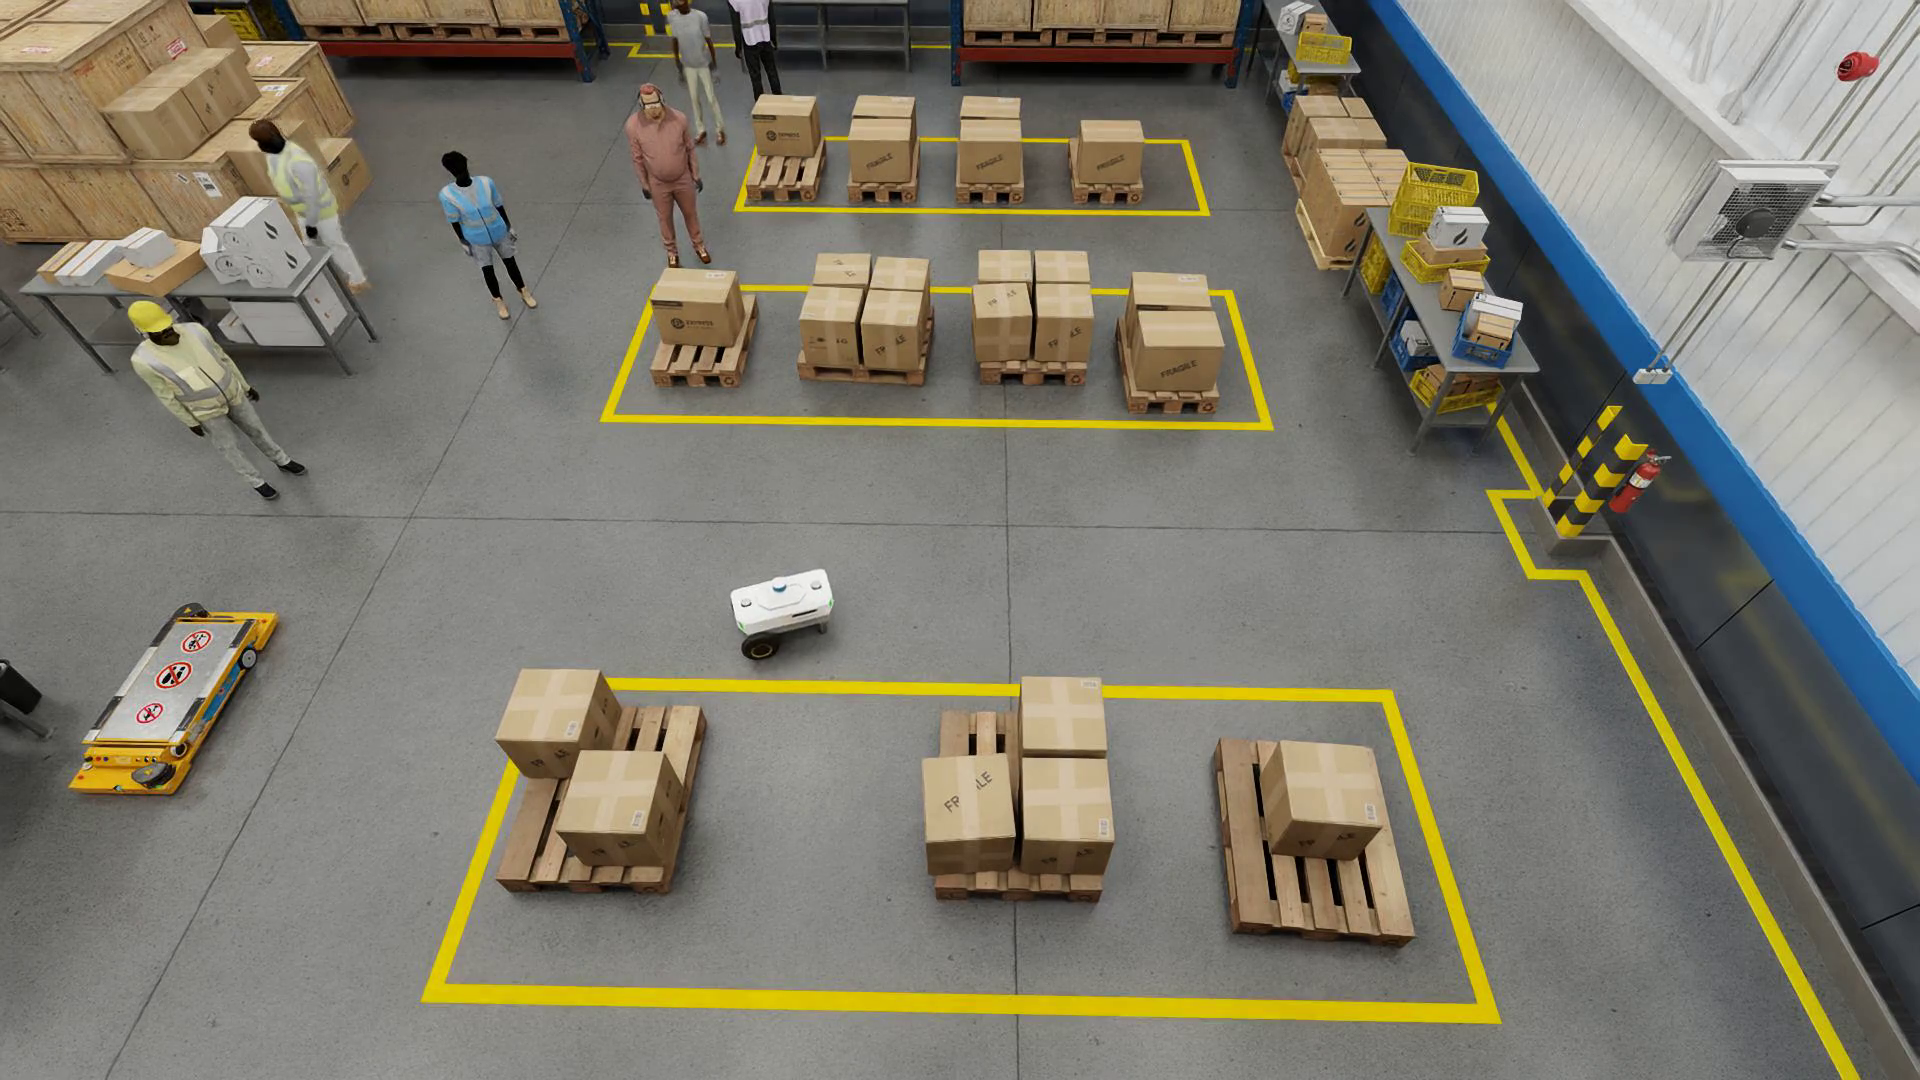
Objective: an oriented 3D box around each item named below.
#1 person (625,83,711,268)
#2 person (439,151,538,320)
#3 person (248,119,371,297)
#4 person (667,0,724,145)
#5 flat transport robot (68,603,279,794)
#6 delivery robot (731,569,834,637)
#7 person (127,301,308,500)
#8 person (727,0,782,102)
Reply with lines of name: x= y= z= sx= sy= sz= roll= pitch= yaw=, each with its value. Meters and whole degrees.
person: x=-2.976 y=-3.702 z=9.417 sx=0.636 sy=1.909 sz=0.406 roll=-18 pitch=52 yaw=-15
person: x=-4.606 y=-2.962 z=8.926 sx=0.541 sy=1.696 sz=0.316 roll=-32 pitch=57 yaw=-24
person: x=-6.444 y=-3.246 z=9.085 sx=0.647 sy=1.821 sz=0.525 roll=27 pitch=55 yaw=21
person: x=-3.224 y=-5.792 z=11.211 sx=0.533 sy=1.868 sz=0.310 roll=3 pitch=50 yaw=3
flat transport robot: x=-5.504 y=1.072 z=6.442 sx=0.652 sy=0.197 sz=1.431 roll=1 pitch=50 yaw=1
delivery robot: x=-1.291 y=0.456 z=6.719 sx=0.707 sy=0.478 sz=0.477 roll=-14 pitch=51 yaw=-11
person: x=-5.903 y=-1.107 z=7.269 sx=0.404 sy=1.833 sz=0.590 roll=17 pitch=52 yaw=14
person: x=-2.587 y=-6.337 z=11.640 sx=0.587 sy=1.919 sz=0.391 roll=-26 pitch=54 yaw=-20
